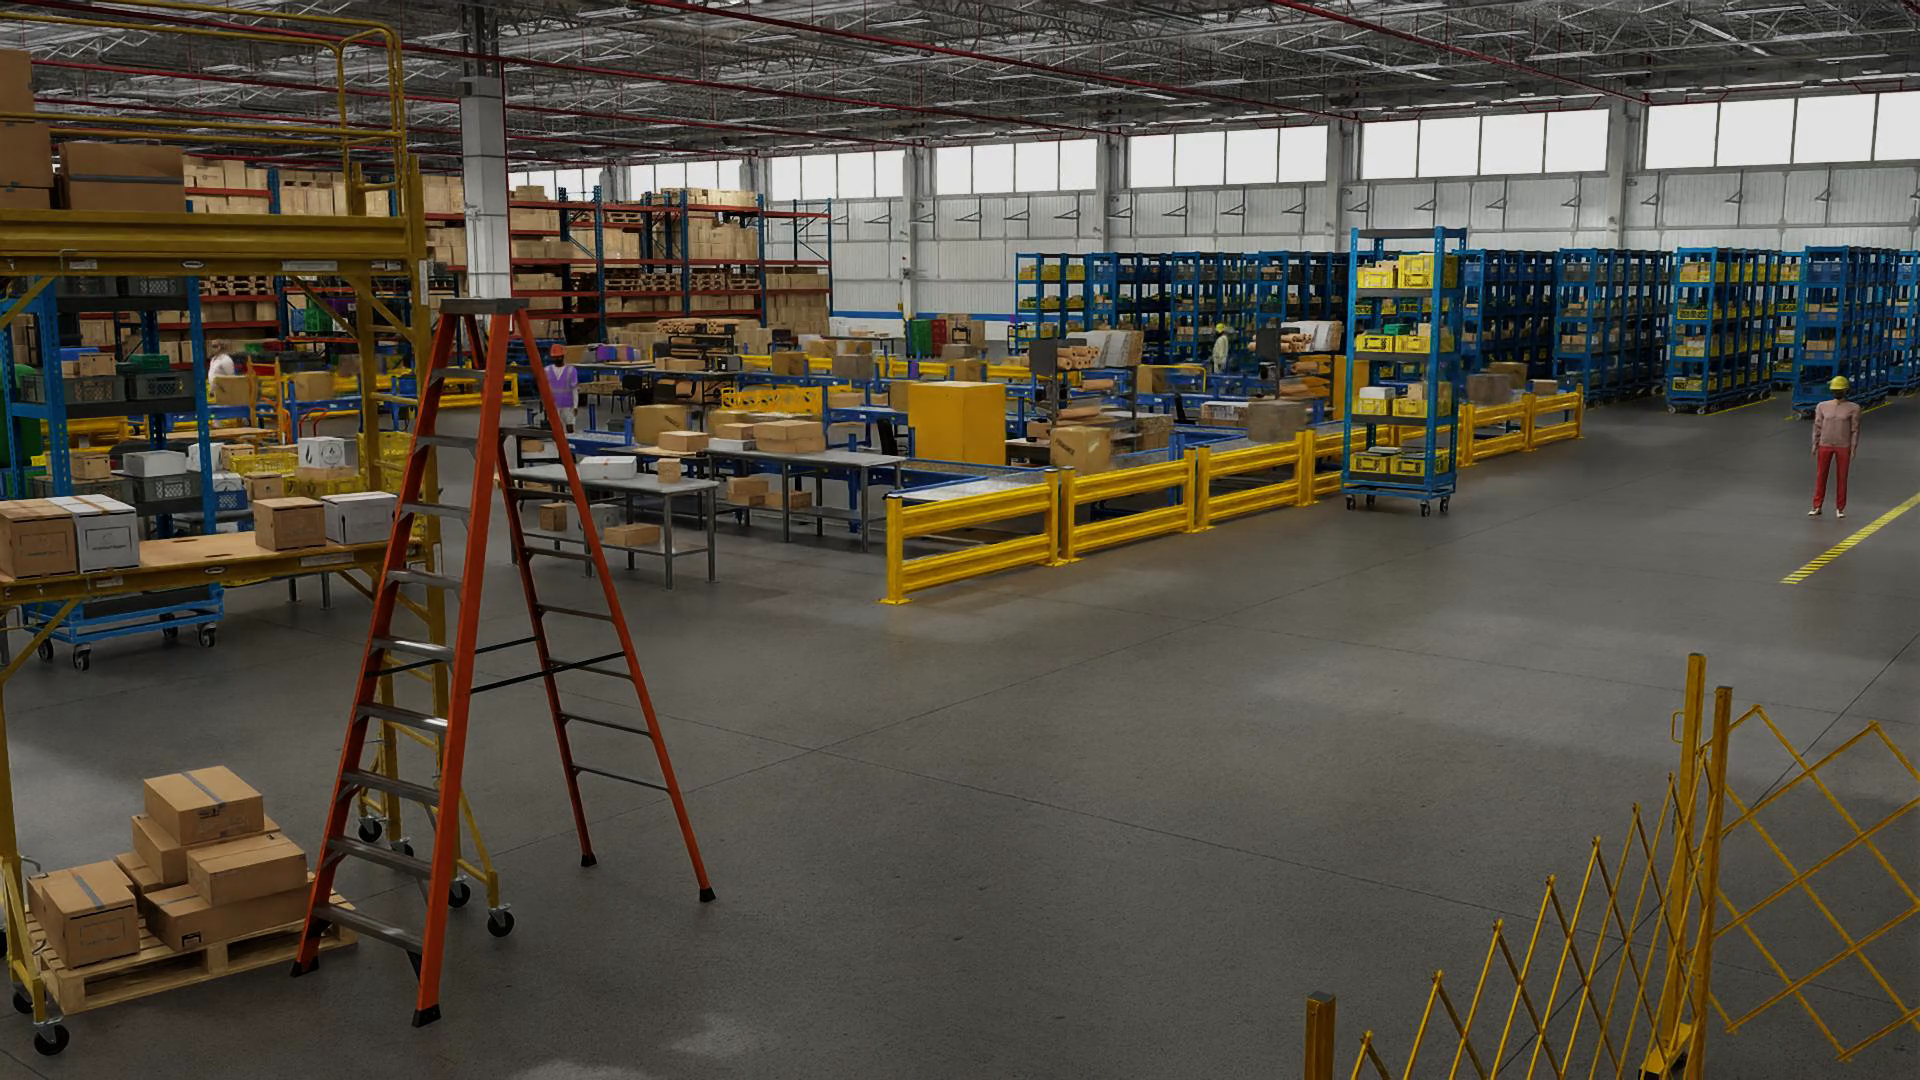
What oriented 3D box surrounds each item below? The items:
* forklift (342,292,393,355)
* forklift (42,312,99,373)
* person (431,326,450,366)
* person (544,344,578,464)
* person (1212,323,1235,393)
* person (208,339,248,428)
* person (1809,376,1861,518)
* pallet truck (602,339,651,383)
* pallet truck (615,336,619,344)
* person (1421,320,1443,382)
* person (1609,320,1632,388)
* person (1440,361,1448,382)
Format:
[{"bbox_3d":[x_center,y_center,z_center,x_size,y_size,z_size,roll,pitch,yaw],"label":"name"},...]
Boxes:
[{"bbox_3d":[-16.485,-5.622,45.120,1.129,2.768,1.873,7,11,37],"label":"forklift"},{"bbox_3d":[-23.779,-5.451,44.052,1.873,2.768,1.129,7,11,36],"label":"forklift"},{"bbox_3d":[-15.013,-5.603,48.184,1.021,1.854,0.666,-7,12,-38],"label":"person"},{"bbox_3d":[-6.349,-2.156,26.461,0.546,1.927,0.404,0,9,-1],"label":"person"},{"bbox_3d":[6.476,-4.459,41.150,0.588,1.819,0.607,3,10,21],"label":"person"},{"bbox_3d":[-13.280,-2.703,30.041,0.875,1.881,0.644,-7,12,-39],"label":"person"},{"bbox_3d":[10.919,-1.164,20.764,0.530,1.768,0.312,7,11,35],"label":"person"},{"bbox_3d":[-8.991,-4.871,45.351,0.653,1.274,1.630,7,11,37],"label":"pallet truck"},{"bbox_3d":[-10.690,-5.294,48.215,1.601,1.201,0.680,-5,10,-26],"label":"pallet truck"},{"bbox_3d":[10.496,-3.857,36.796,0.618,2.024,0.853,-4,10,-21],"label":"person"},{"bbox_3d":[17.335,-4.923,43.675,0.627,1.946,1.052,-5,10,-27],"label":"person"},{"bbox_3d":[10.971,-3.997,38.402,1.007,1.779,0.559,6,11,33],"label":"person"}]
